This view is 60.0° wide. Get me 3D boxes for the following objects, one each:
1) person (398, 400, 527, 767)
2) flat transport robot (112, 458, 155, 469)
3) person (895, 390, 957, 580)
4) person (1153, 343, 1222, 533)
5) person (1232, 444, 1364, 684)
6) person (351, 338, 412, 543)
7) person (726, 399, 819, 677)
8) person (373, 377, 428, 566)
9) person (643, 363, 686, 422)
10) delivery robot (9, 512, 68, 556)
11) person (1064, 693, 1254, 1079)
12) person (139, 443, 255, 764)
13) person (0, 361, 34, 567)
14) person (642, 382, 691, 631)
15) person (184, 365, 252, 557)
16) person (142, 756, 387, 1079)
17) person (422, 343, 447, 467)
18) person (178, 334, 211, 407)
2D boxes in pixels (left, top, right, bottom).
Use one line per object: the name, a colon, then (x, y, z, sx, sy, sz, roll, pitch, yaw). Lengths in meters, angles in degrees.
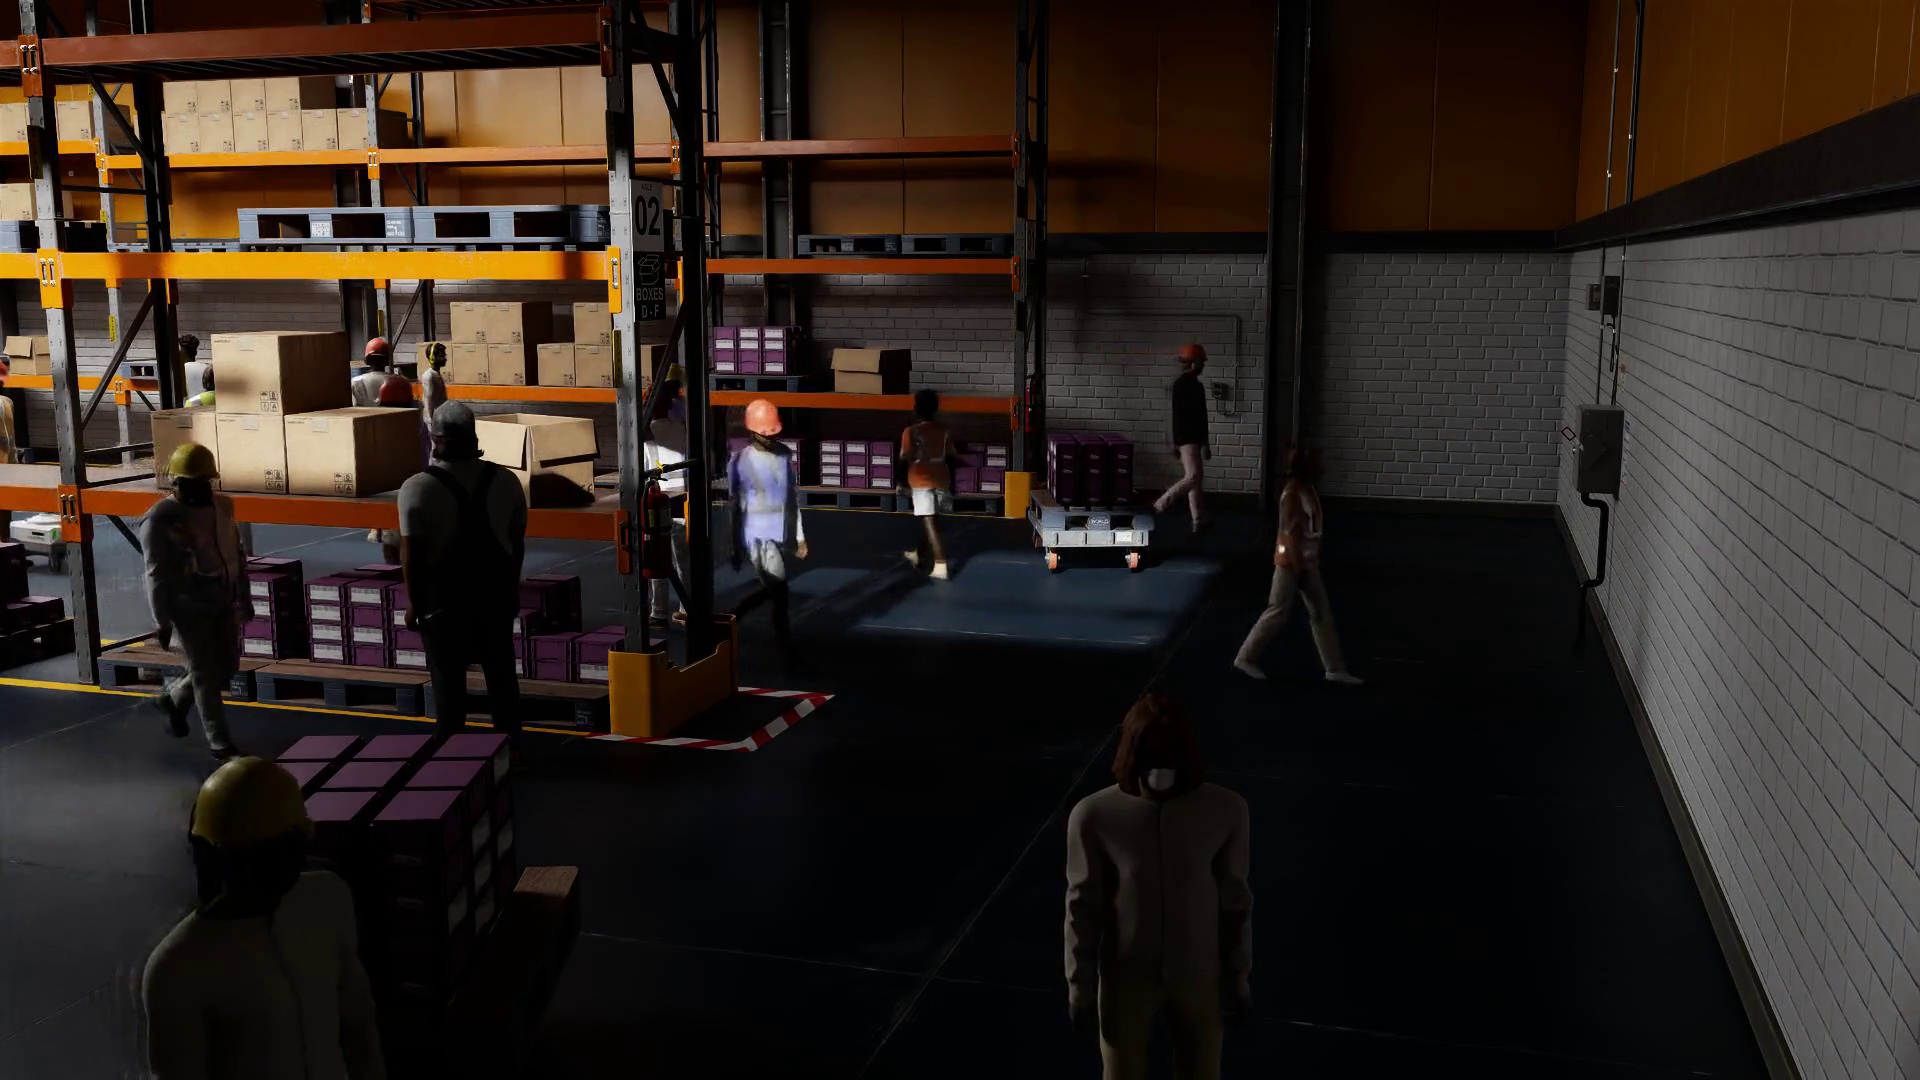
person: (-2.704, 0.258, 8.993, 0.680, 2.000, 0.536, -7, 12, -36)
flat transport robot: (-10.433, -0.879, 21.300, 0.652, 0.197, 1.431, 0, 9, -2)
person: (-0.308, -0.501, 14.772, 0.544, 1.649, 0.880, -7, 11, -35)
person: (2.299, -1.027, 17.022, 0.820, 1.974, 0.621, -2, 9, -11)
person: (2.218, 0.158, 10.955, 0.834, 1.600, 0.524, 5, 11, 28)
person: (-5.774, -0.993, 16.610, 0.615, 2.041, 0.391, -5, 10, -26)
person: (-1.373, -0.031, 11.252, 0.898, 1.882, 0.586, 6, 11, 32)
person: (-4.187, -0.310, 12.871, 0.873, 1.916, 0.559, -1, 9, -5)
person: (-2.571, -0.630, 14.864, 0.619, 1.887, 0.907, -4, 10, -24)
delivery robot: (-8.316, -0.060, 15.160, 0.707, 0.478, 0.477, 5, 11, 29)
person: (0.536, 1.202, 4.505, 0.511, 1.622, 0.284, 0, 9, -2)
person: (-4.255, 0.348, 9.194, 0.706, 1.802, 0.630, 4, 10, 22)
person: (-8.685, -0.677, 15.008, 0.358, 1.937, 0.544, 2, 9, 10)
person: (-2.240, -0.253, 12.579, 0.575, 1.886, 0.362, -8, 12, -41)
person: (-6.919, -0.717, 15.572, 0.629, 1.836, 0.429, -7, 11, -35)
person: (-1.546, 1.289, 3.626, 0.760, 1.745, 0.527, 4, 10, 24)
person: (-6.063, -1.355, 19.338, 0.324, 1.867, 0.571, -2, 9, -9)
person: (-8.916, -1.410, 19.383, 0.366, 1.967, 0.603, 8, 12, 39)
